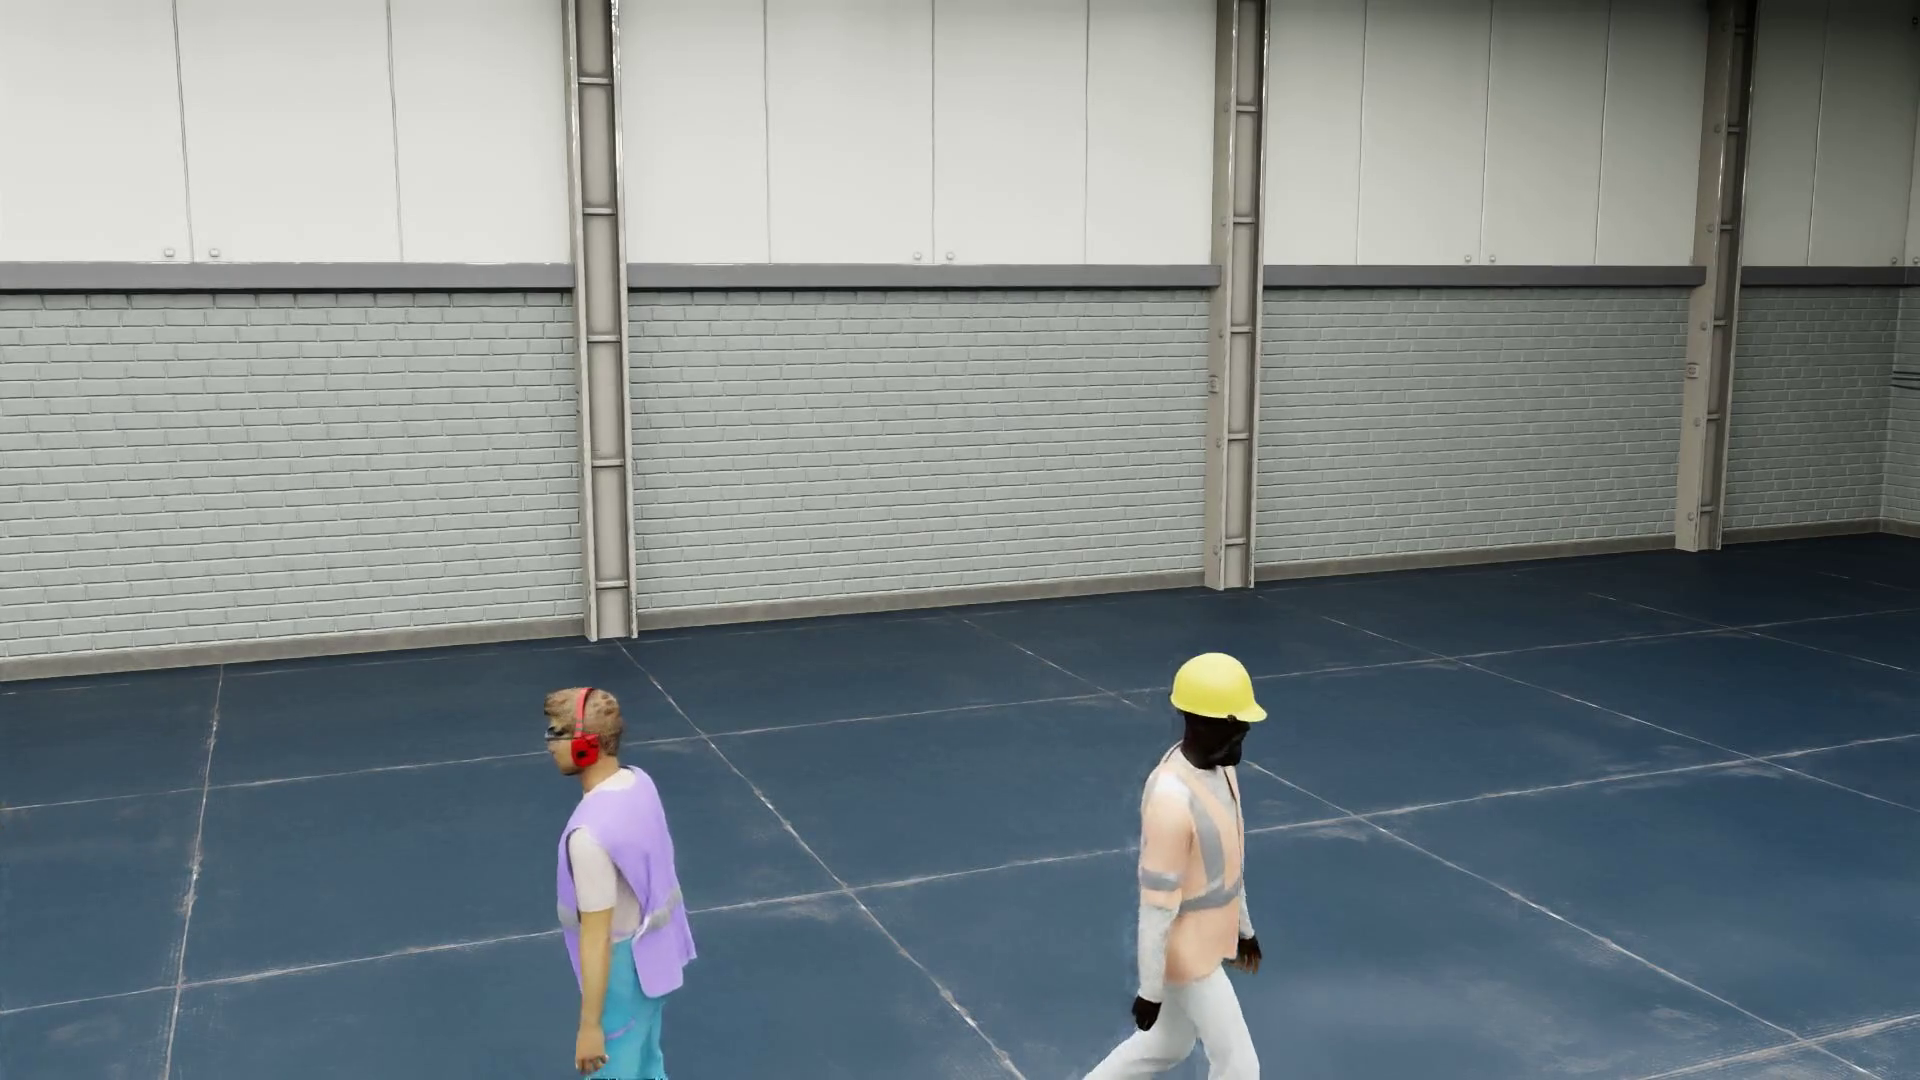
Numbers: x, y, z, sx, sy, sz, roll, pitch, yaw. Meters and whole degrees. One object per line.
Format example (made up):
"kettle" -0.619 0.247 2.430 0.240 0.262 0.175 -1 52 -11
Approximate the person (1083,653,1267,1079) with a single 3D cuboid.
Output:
"person" 0.676 1.261 5.280 0.906 1.892 0.588 3 9 17

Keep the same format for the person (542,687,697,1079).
"person" -1.019 1.340 5.010 0.428 1.824 0.578 0 9 2
